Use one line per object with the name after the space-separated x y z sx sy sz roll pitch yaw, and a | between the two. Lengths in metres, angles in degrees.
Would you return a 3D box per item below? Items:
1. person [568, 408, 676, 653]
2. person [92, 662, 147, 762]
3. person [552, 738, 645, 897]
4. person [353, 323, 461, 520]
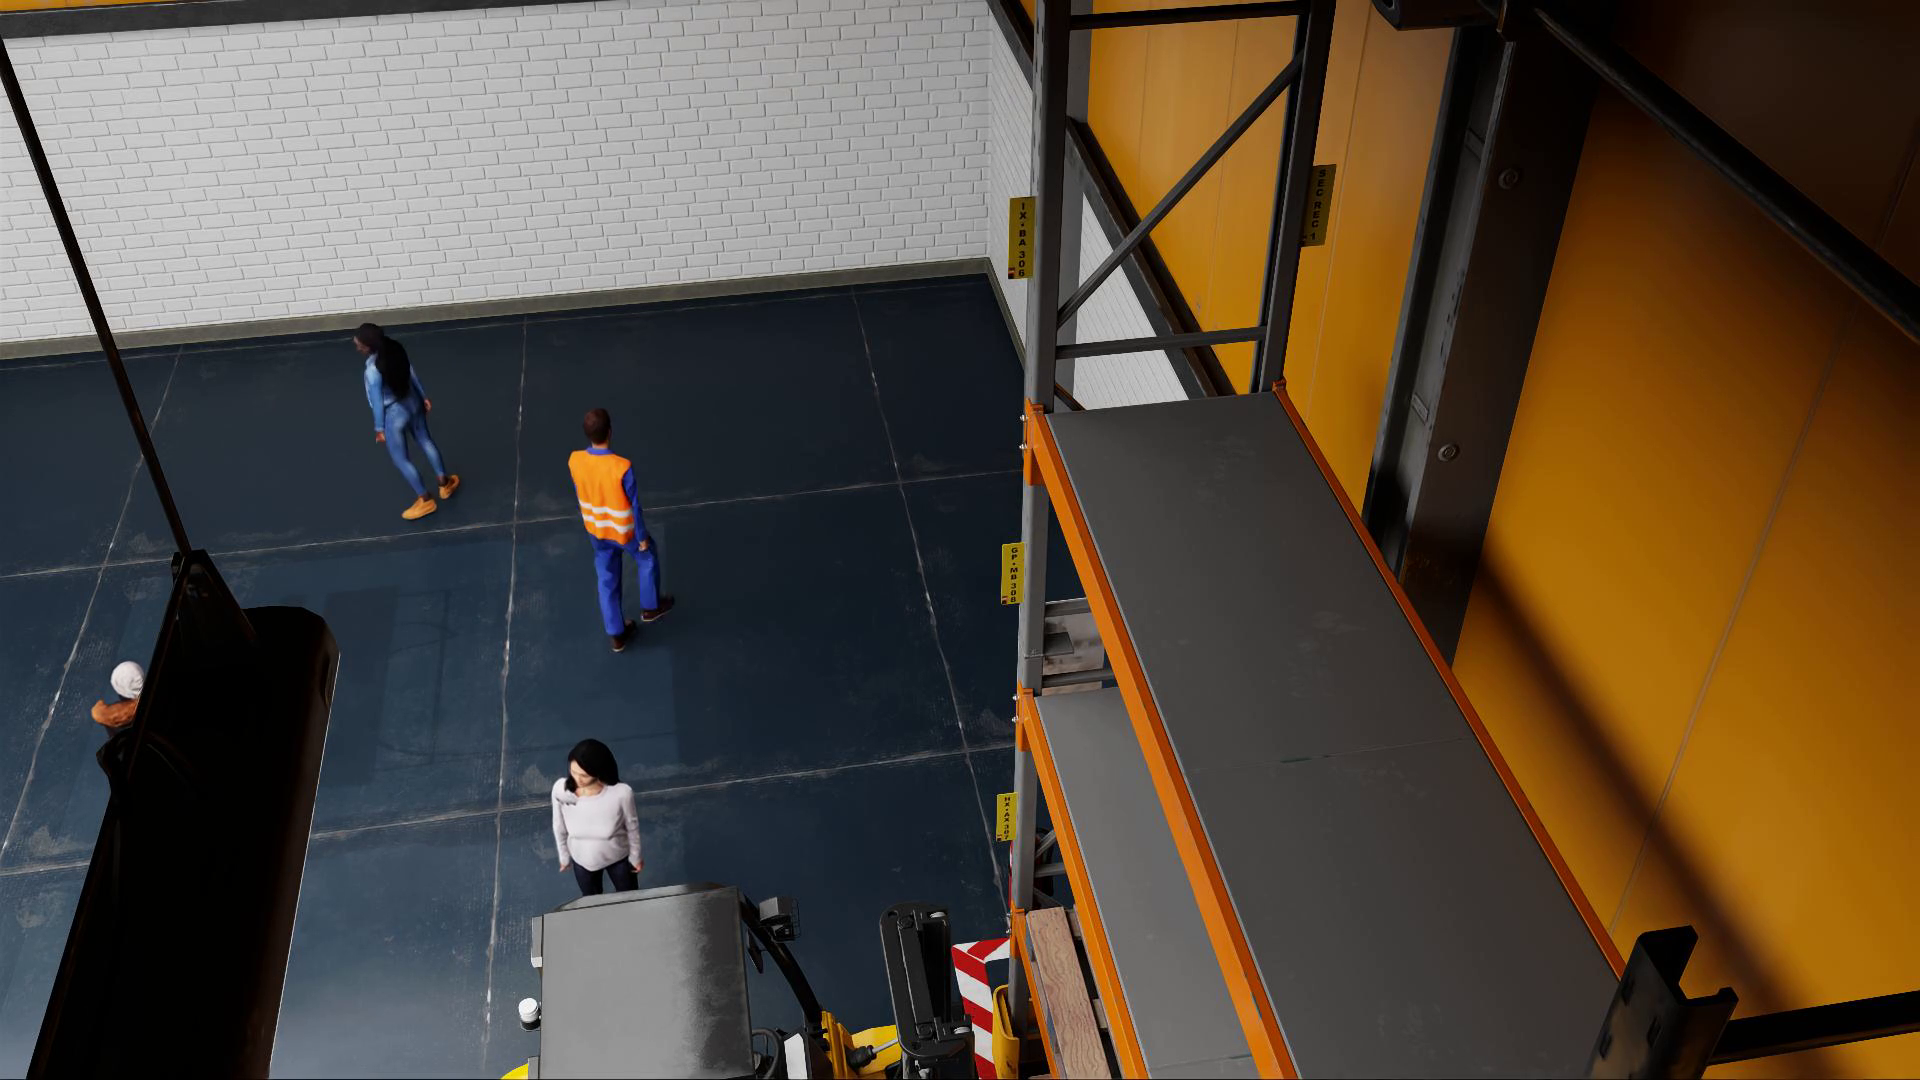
-2.366 -0.011 11.179 0.922 1.840 1.004 13 40 16 | person
-4.612 1.322 9.674 0.679 1.634 0.675 -14 41 -17 | person
-1.960 1.708 9.138 0.651 1.701 0.597 0 39 0 | person
-4.121 -0.953 12.478 0.893 1.691 0.688 18 42 21 | person
